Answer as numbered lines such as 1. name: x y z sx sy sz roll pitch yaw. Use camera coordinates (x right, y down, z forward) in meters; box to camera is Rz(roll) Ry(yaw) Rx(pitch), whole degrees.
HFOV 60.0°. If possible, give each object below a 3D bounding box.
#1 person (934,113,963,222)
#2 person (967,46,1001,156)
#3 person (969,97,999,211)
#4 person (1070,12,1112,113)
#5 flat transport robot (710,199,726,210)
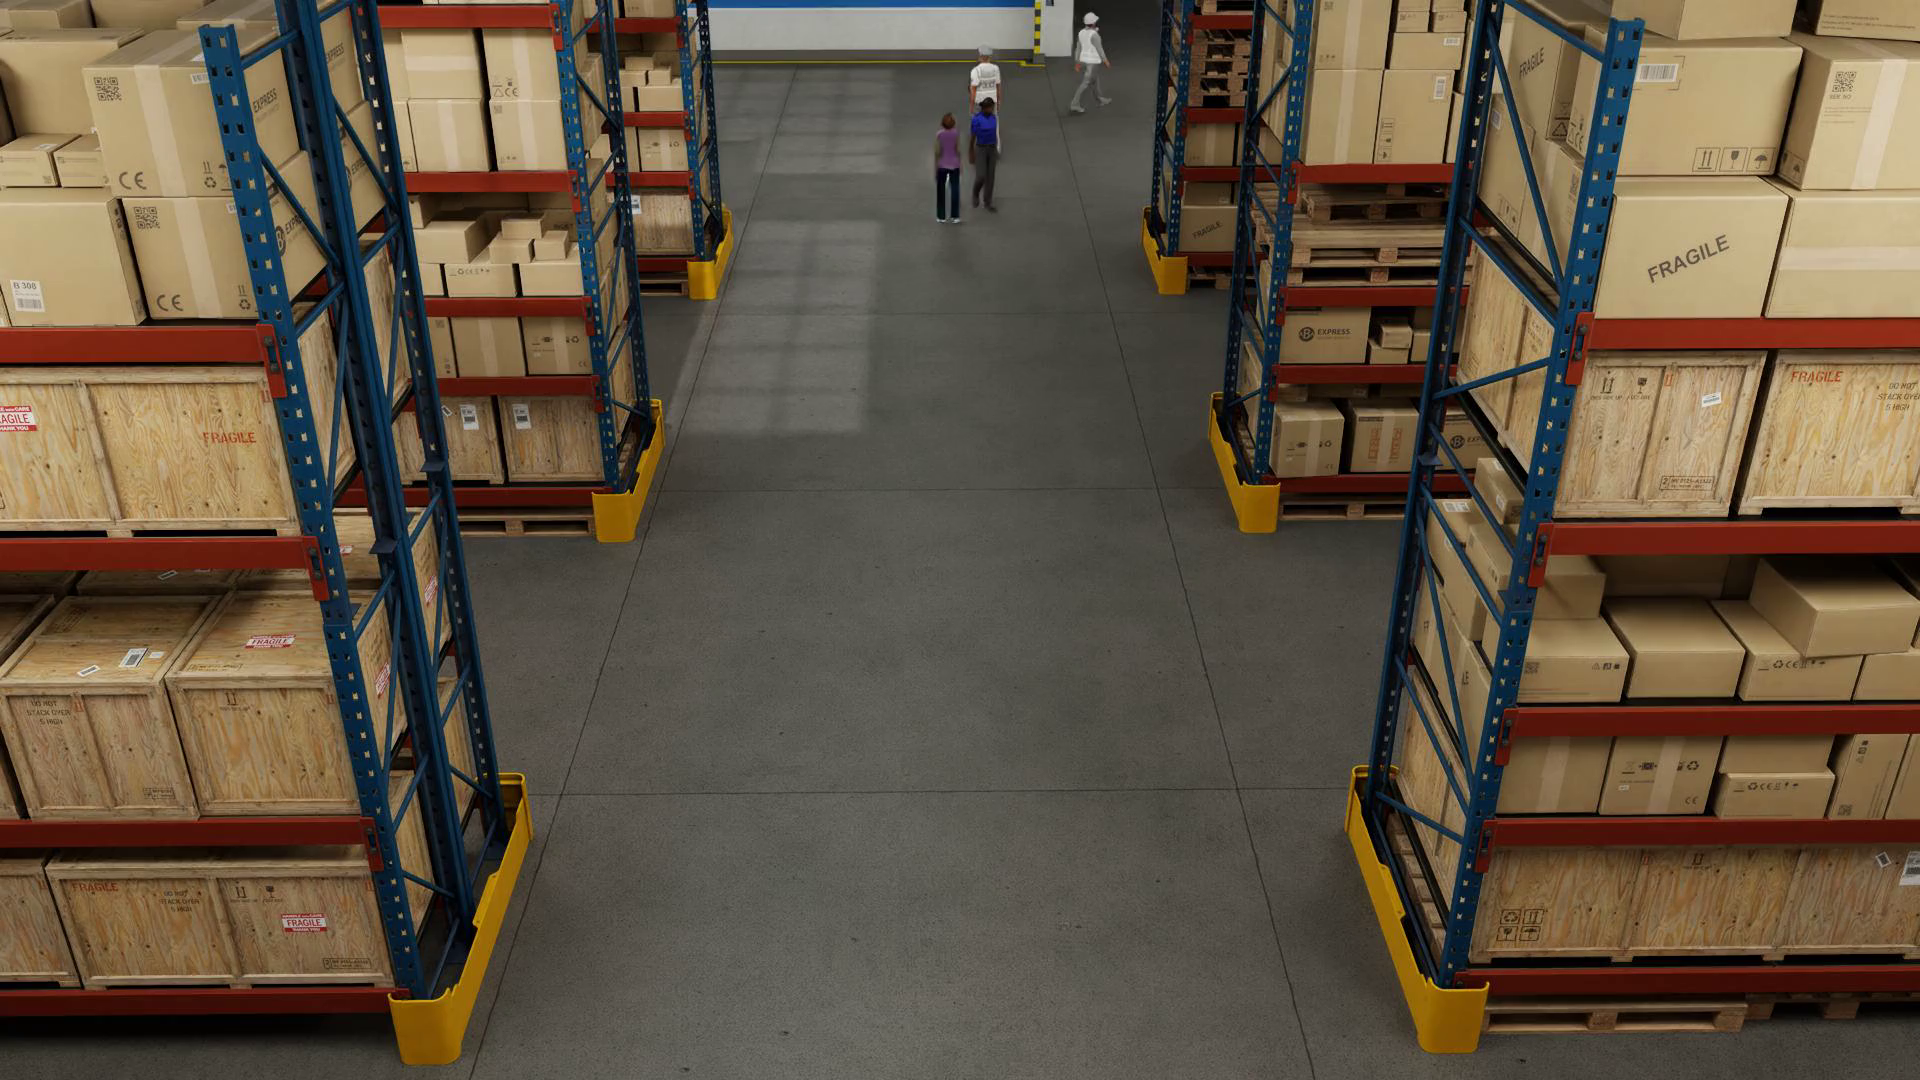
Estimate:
1. person: -0.178 -5.408 24.142 0.408 1.601 0.338 -4 29 -8
2. person: 0.396 -7.212 27.328 0.544 1.782 0.768 -11 30 -19
3. person: 0.382 -5.721 24.637 0.481 1.658 0.431 -18 33 -29
4. person: 2.408 -8.618 29.944 1.011 1.733 0.537 -15 31 -25
5. flat transport robot: -4.200 -4.840 24.554 0.659 0.255 1.431 21 34 33
